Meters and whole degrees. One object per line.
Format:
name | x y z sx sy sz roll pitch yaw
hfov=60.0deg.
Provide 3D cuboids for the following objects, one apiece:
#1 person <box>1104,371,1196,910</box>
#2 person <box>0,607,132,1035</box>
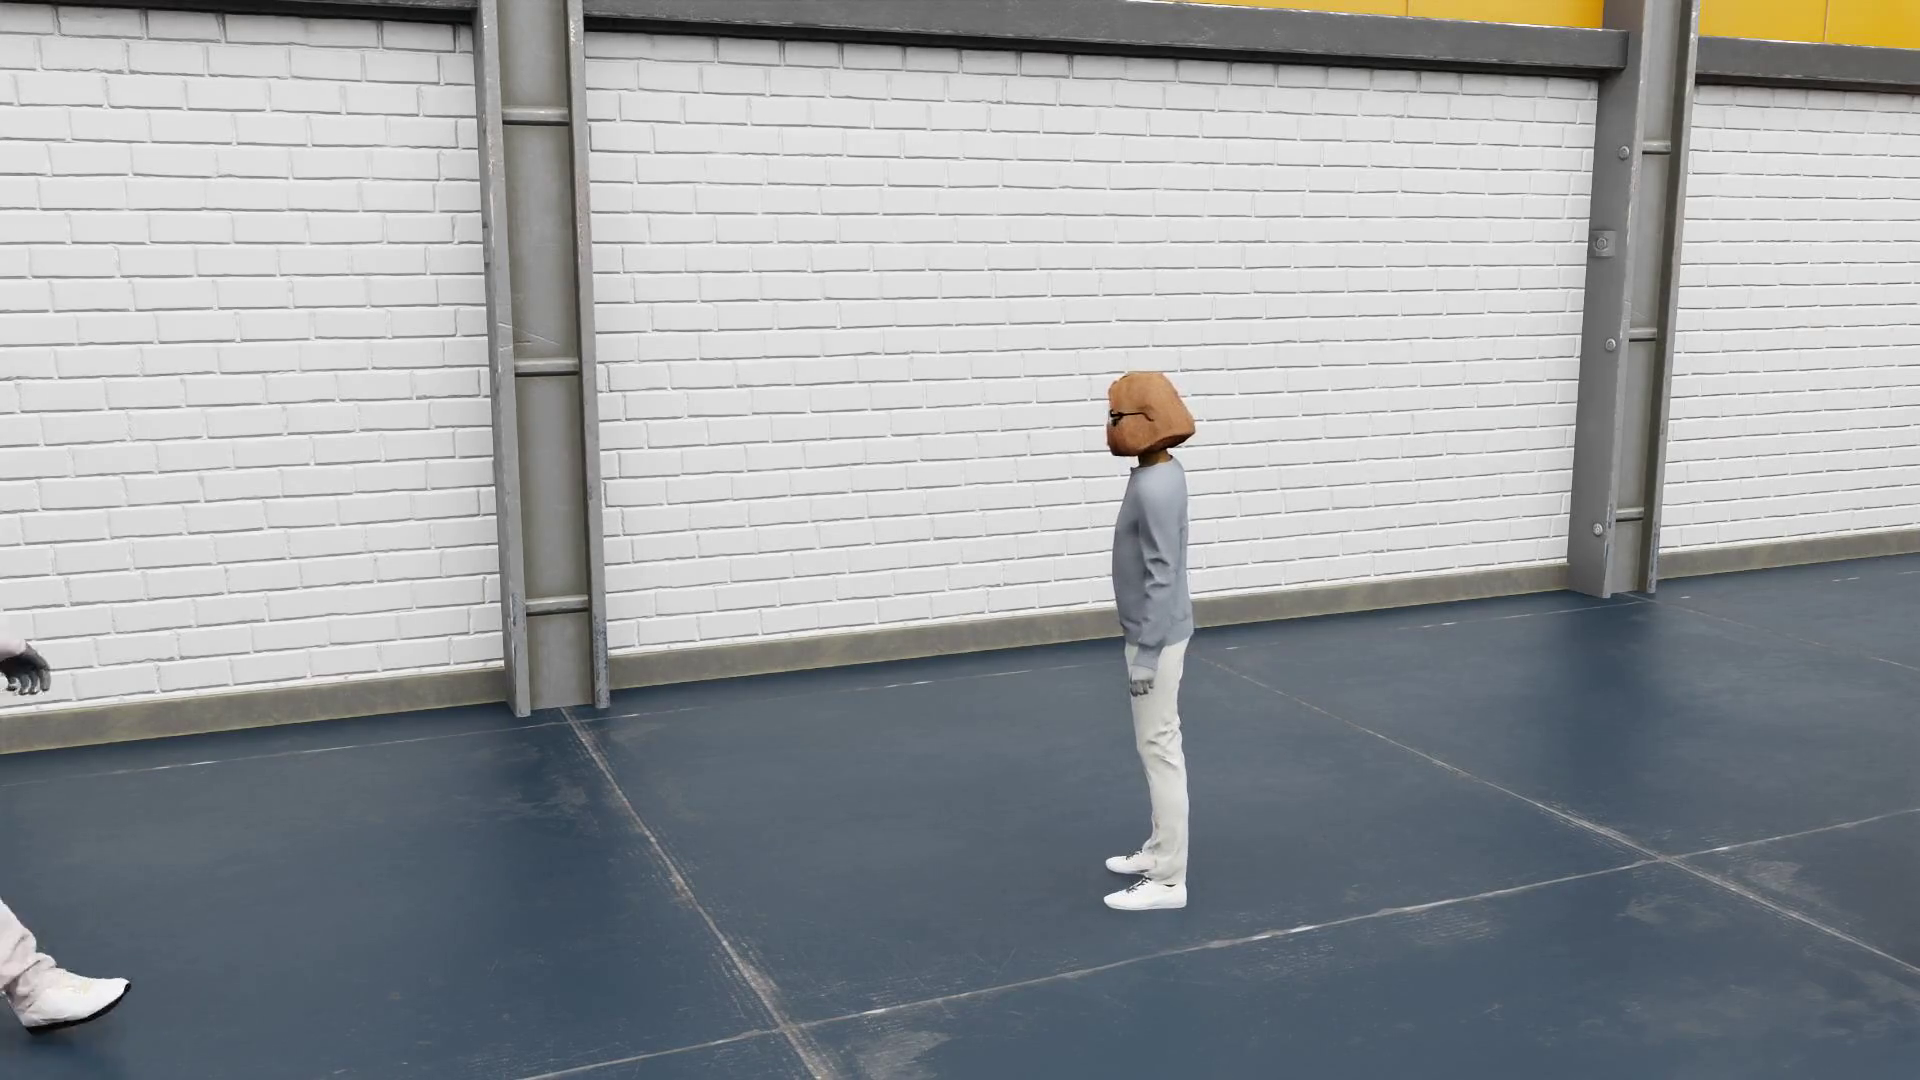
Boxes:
person | 0.570 0.305 5.044 0.273 1.631 0.507 1 10 7
person | -2.594 0.366 4.082 0.949 1.845 0.665 -3 11 -16
